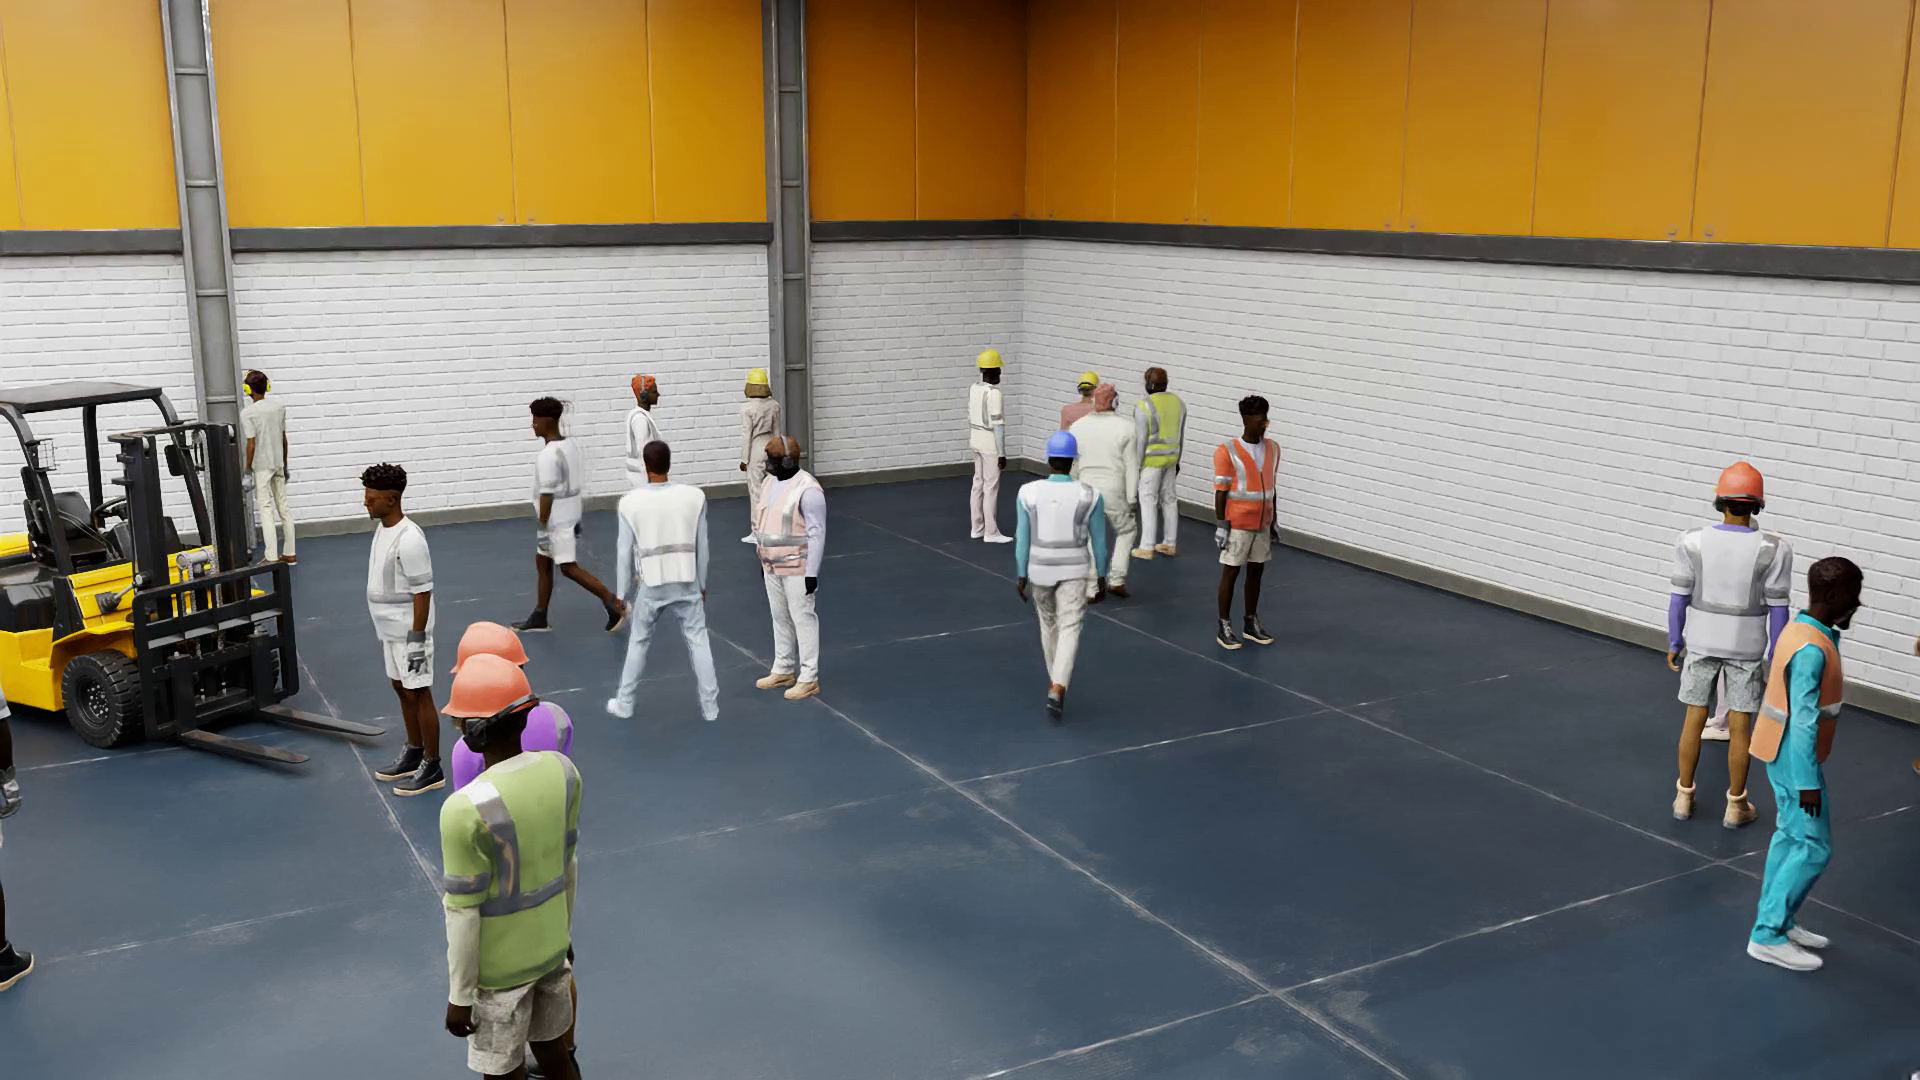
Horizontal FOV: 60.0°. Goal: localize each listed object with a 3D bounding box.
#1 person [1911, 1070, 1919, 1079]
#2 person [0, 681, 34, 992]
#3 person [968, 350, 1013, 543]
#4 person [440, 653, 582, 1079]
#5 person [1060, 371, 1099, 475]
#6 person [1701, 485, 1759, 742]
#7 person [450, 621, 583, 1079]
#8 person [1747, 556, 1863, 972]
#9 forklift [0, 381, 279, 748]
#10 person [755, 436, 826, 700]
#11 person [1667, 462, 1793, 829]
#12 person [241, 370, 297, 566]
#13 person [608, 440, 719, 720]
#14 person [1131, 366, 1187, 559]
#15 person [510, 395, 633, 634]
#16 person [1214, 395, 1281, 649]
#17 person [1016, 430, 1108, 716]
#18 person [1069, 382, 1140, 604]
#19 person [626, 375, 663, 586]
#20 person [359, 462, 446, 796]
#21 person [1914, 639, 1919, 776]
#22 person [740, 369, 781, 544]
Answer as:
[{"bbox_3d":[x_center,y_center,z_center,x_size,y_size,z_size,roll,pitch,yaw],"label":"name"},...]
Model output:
[{"bbox_3d":[3.946,1.387,6.199,0.474,1.723,0.580,4,13,20],"label":"person"},{"bbox_3d":[-4.446,1.040,7.259,0.611,1.964,0.364,-3,12,-14],"label":"person"},{"bbox_3d":[0.288,-0.932,16.590,0.359,1.930,0.588,-7,14,-28],"label":"person"},{"bbox_3d":[-1.507,1.372,5.566,0.404,2.036,0.601,5,13,22],"label":"person"},{"bbox_3d":[1.234,-0.771,16.250,0.532,1.758,0.344,4,13,16],"label":"person"},{"bbox_3d":[4.923,0.413,10.668,0.300,1.772,0.532,9,15,38],"label":"person"},{"bbox_3d":[-1.720,1.252,6.367,0.389,1.929,0.545,8,14,32],"label":"person"},{"bbox_3d":[3.824,1.002,7.589,0.415,1.903,0.620,6,13,26],"label":"person"},{"bbox_3d":[-5.853,0.085,11.199,2.313,2.155,1.214,7,14,28],"label":"forklift"},{"bbox_3d":[-1.199,0.184,11.572,0.429,1.839,0.634,-10,16,-40],"label":"person"},{"bbox_3d":[4.247,0.581,9.222,0.615,2.047,0.359,8,14,33],"label":"person"},{"bbox_3d":[-6.437,-0.649,15.422,0.327,1.865,0.517,6,13,24],"label":"person"},{"bbox_3d":[-1.995,0.270,11.089,0.662,1.893,0.476,-4,13,-17],"label":"person"},{"bbox_3d":[1.870,-0.740,15.900,0.633,1.841,0.429,-9,15,-36],"label":"person"},{"bbox_3d":[-3.093,-0.183,13.108,0.952,1.931,0.605,0,12,1],"label":"person"},{"bbox_3d":[2.223,-0.146,12.819,0.616,1.963,0.361,-7,14,-29],"label":"person"},{"bbox_3d":[0.683,0.210,11.294,0.624,1.912,0.945,3,12,13],"label":"person"},{"bbox_3d":[1.260,-0.404,14.198,0.666,1.888,0.519,6,14,28],"label":"person"},{"bbox_3d":[-2.789,-0.530,14.819,0.355,1.883,0.573,-3,12,-15],"label":"person"},{"bbox_3d":[-3.267,0.511,9.738,0.365,1.964,0.610,-8,15,-34],"label":"person"},{"bbox_3d":[6.001,0.504,9.818,0.620,1.945,0.405,0,12,2],"label":"person"},{"bbox_3d":[-2.001,-0.837,16.587,0.295,1.744,0.491,11,16,41],"label":"person"}]
